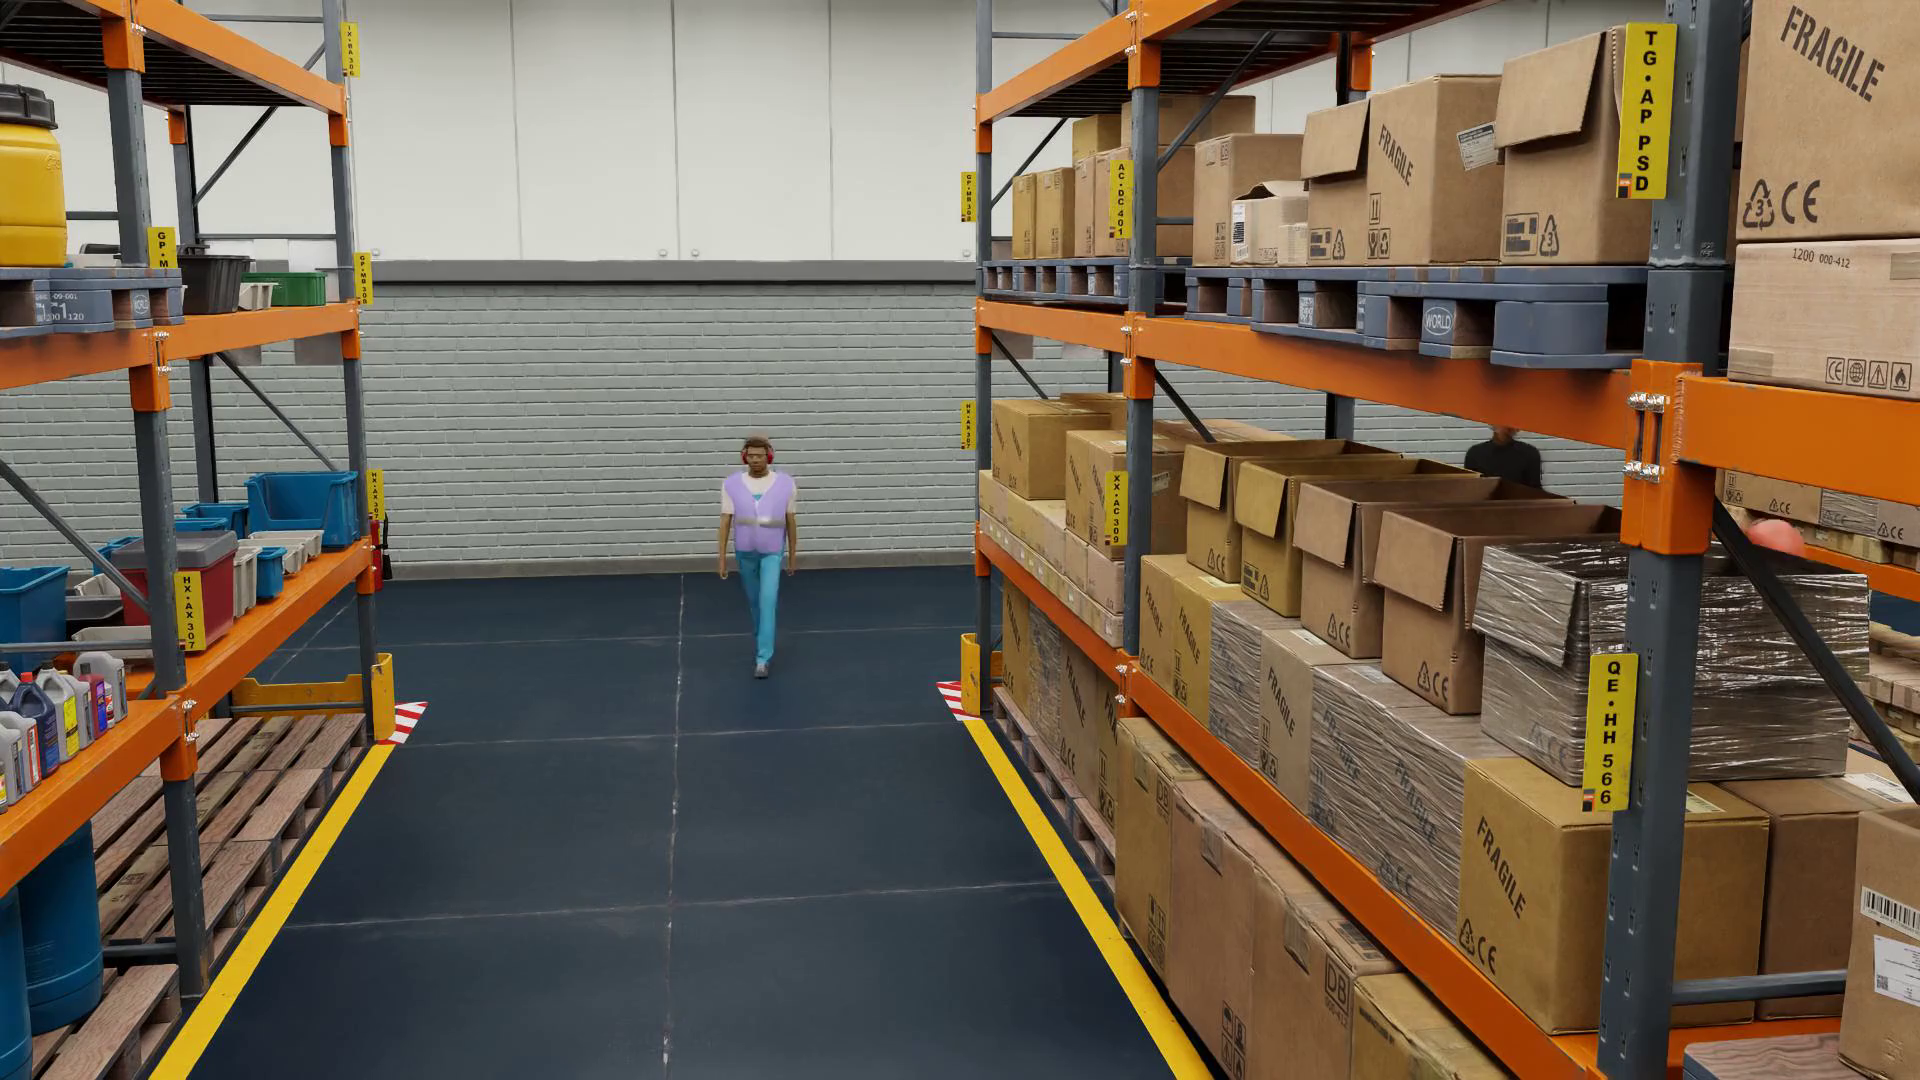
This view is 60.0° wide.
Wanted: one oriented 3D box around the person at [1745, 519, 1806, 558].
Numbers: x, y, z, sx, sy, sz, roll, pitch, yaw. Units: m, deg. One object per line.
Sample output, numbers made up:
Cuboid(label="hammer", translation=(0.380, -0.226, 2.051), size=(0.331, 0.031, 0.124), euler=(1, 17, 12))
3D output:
Cuboid(label="person", translation=(3.398, 0.878, 7.210), size=(0.609, 2.013, 0.963), euler=(-2, 9, -11))

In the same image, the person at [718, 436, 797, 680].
Cuboid(label="person", translation=(-1.535, 0.093, 12.696), size=(0.584, 1.801, 0.989), euler=(0, 9, 1))

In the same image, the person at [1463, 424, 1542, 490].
Cuboid(label="person", translation=(4.399, -0.155, 13.667), size=(0.756, 1.962, 0.553), euler=(6, 11, 34))

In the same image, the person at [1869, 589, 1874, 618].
Cuboid(label="person", translation=(6.199, 0.241, 11.580), size=(0.512, 1.860, 0.331), euler=(-4, 10, -25))
